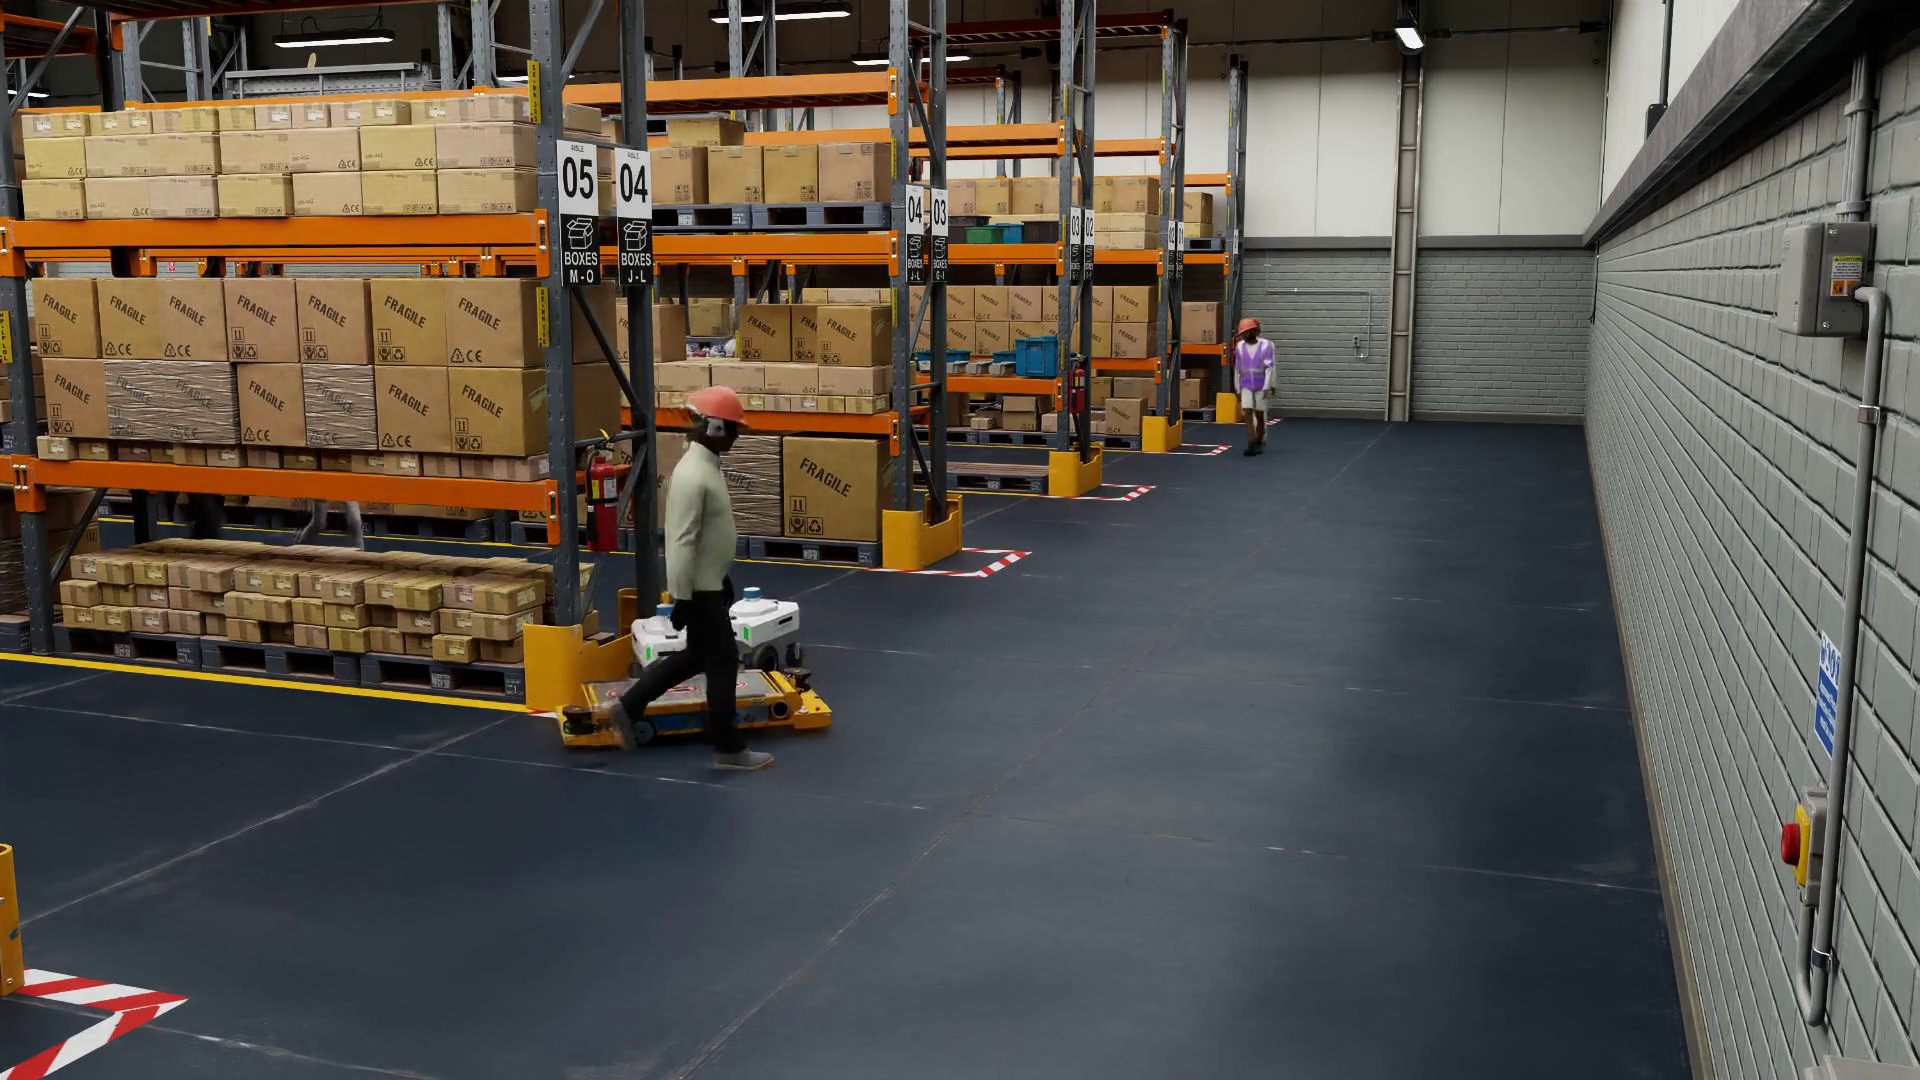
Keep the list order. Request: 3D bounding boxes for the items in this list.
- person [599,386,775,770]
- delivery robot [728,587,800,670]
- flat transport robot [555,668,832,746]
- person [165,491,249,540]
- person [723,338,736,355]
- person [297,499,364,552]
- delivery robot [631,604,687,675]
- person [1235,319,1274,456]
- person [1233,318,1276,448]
[{"bbox_3d":[-1.380,0.207,8.306,0.803,1.955,0.627,-1,9,-4],"label":"person"},{"bbox_3d":[-1.285,0.537,10.300,0.477,0.478,0.707,4,10,22],"label":"delivery robot"},{"bbox_3d":[-1.476,0.907,9.169,1.431,0.197,0.652,-3,10,-18],"label":"flat transport robot"},{"bbox_3d":[-5.586,-0.419,12.488,1.020,1.858,0.596,4,10,24],"label":"person"},{"bbox_3d":[-2.789,-1.965,21.993,0.919,1.898,0.644,5,10,26],"label":"person"},{"bbox_3d":[-5.036,-0.517,13.208,0.886,1.839,0.520,6,11,33],"label":"person"},{"bbox_3d":[-1.731,0.620,9.784,0.477,0.478,0.707,-3,10,-18],"label":"delivery robot"},{"bbox_3d":[4.036,-2.098,22.931,0.562,1.877,0.685,3,10,20],"label":"person"},{"bbox_3d":[4.239,-2.233,23.799,0.681,1.862,0.499,-2,9,-14],"label":"person"}]
